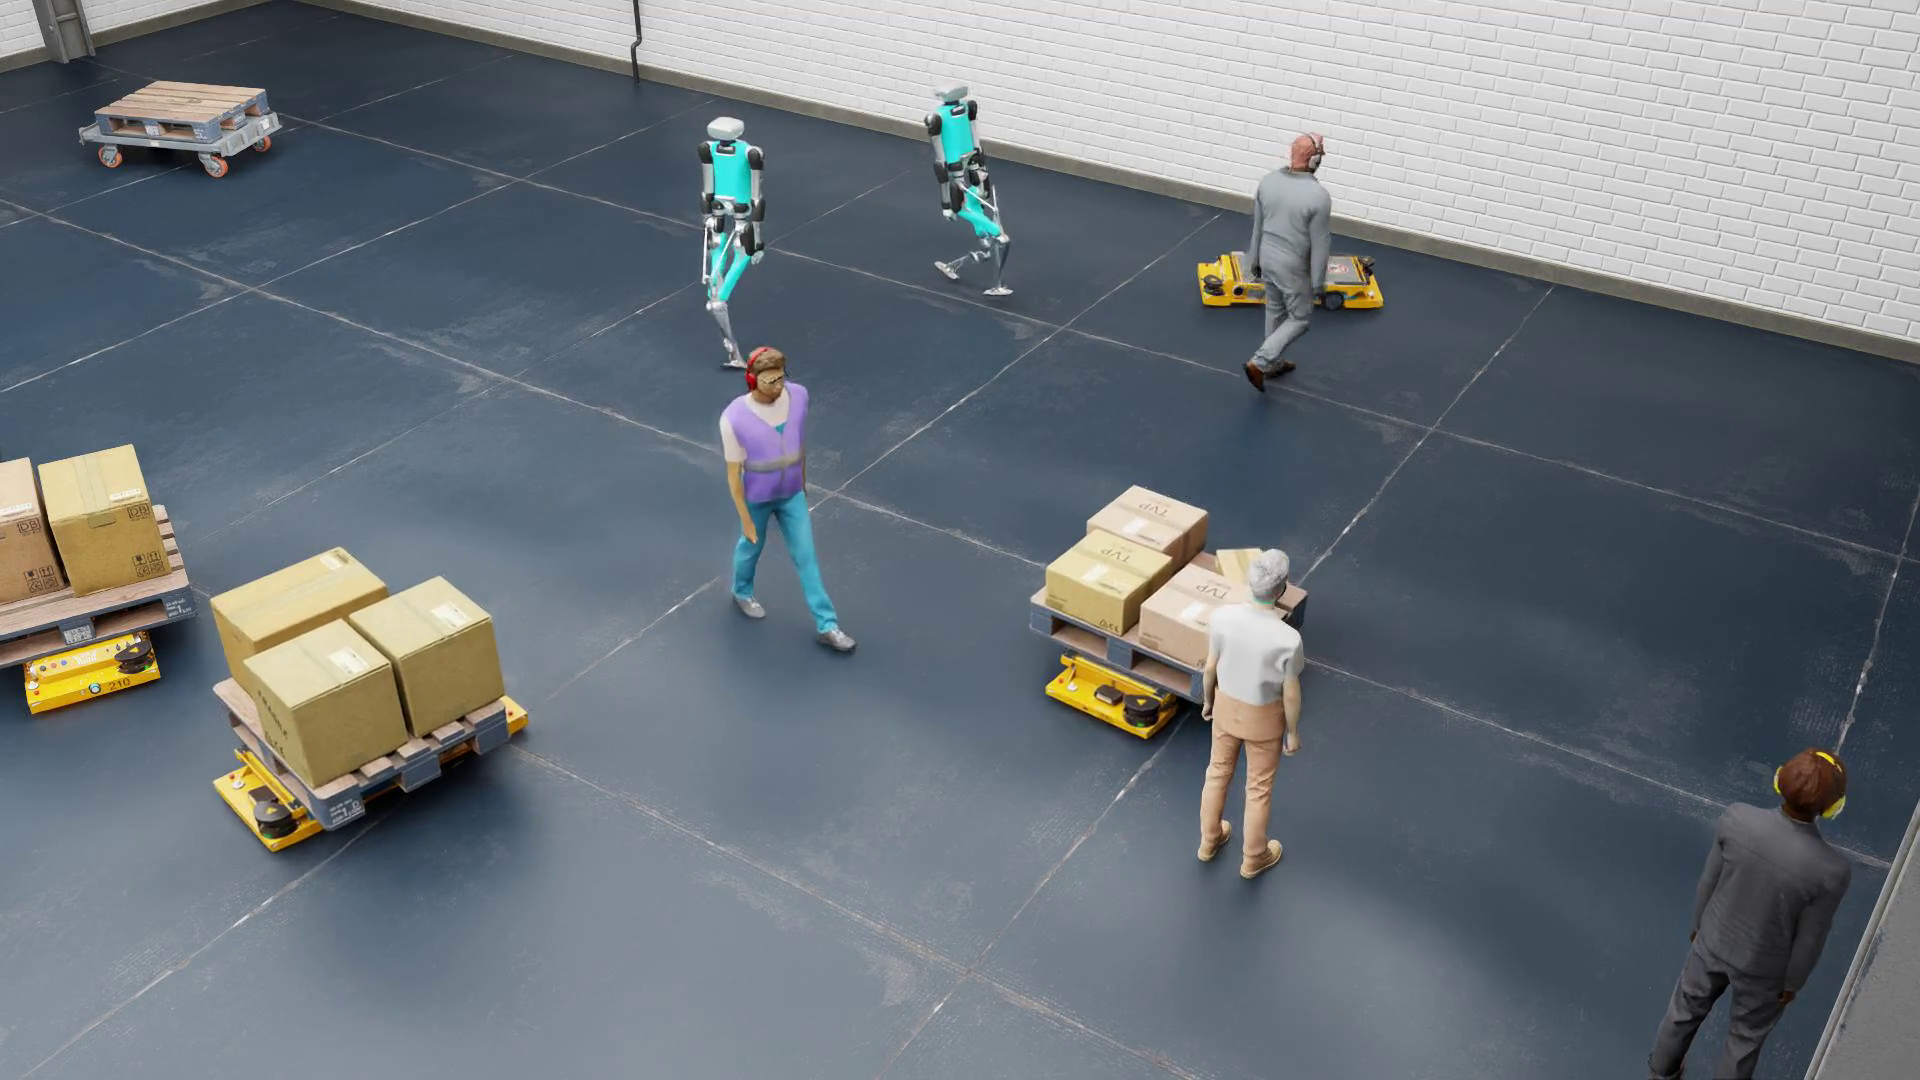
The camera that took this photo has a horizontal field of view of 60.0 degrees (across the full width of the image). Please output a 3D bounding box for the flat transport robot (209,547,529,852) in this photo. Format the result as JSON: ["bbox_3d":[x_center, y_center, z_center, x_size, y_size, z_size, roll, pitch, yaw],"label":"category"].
[{"bbox_3d":[-3.035,1.060,8.607,1.431,0.231,0.659,-28,42,-36],"label":"flat transport robot"}]

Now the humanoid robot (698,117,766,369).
[{"bbox_3d":[-1.766,-2.121,12.202,0.591,1.781,0.869,14,35,21],"label":"humanoid robot"}]

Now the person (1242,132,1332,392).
[{"bbox_3d":[2.287,-1.927,11.755,0.622,1.883,0.674,-20,38,-28],"label":"person"}]

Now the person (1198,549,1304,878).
[{"bbox_3d":[1.334,0.803,7.641,0.493,1.742,0.302,21,38,29],"label":"person"}]

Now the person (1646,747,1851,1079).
[{"bbox_3d":[3.015,1.555,6.363,0.357,1.868,0.486,-25,40,-33],"label":"person"}]

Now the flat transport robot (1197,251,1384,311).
[{"bbox_3d":[2.679,-2.112,13.543,1.431,0.231,0.659,1,33,2],"label":"flat transport robot"}]

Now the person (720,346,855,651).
[{"bbox_3d":[-1.018,-0.240,9.217,0.570,1.793,0.940,-23,39,-31],"label":"person"}]

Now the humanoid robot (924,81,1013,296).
[{"bbox_3d":[0.189,-2.683,13.135,1.088,1.724,0.546,25,40,33],"label":"humanoid robot"}]

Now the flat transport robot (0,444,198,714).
[{"bbox_3d":[-5.059,0.454,9.550,0.659,0.231,1.431,-17,37,-25],"label":"flat transport robot"}]

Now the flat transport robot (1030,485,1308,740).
[{"bbox_3d":[1.156,0.582,9.351,0.659,0.231,1.431,22,39,31],"label":"flat transport robot"}]
